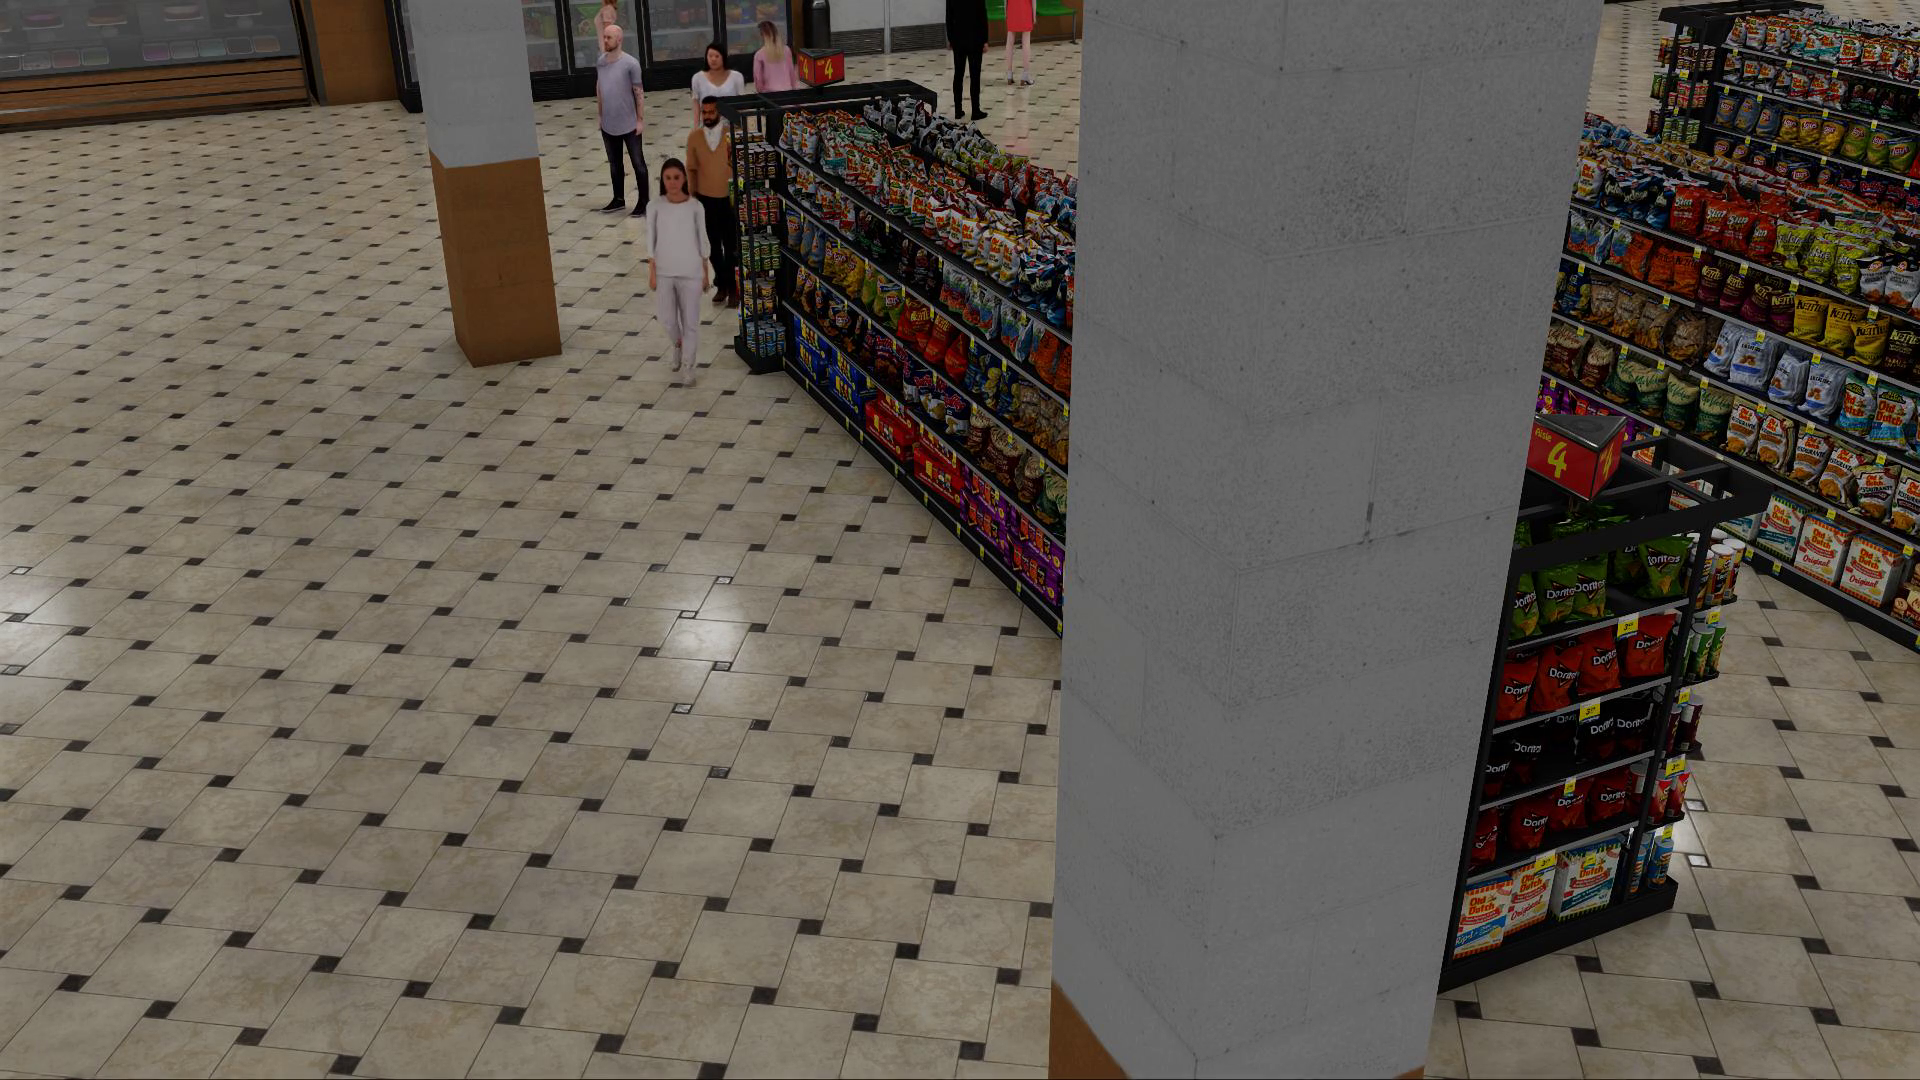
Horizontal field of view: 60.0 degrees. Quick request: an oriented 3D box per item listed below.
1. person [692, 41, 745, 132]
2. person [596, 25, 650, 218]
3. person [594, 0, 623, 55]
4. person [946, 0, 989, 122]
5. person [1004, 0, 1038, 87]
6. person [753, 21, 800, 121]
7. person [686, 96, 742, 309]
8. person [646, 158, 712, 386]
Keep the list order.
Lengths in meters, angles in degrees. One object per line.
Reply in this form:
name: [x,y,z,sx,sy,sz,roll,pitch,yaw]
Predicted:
person: [-2.361,-4.112,16.518,0.949,1.654,1.135,1,27,1]
person: [-3.321,-4.116,16.324,0.742,1.837,0.826,12,29,23]
person: [-4.001,-5.550,19.160,0.695,1.830,0.562,-1,27,-2]
person: [0.088,-6.041,20.058,0.773,1.894,0.845,11,29,21]
person: [0.779,-6.931,21.884,0.637,1.828,0.717,12,29,23]
person: [-1.869,-4.538,17.343,0.647,1.668,0.607,-13,30,-24]
person: [-1.996,-2.856,13.946,0.814,1.741,0.848,3,27,6]
person: [-2.086,-2.004,12.328,0.721,1.684,0.776,-3,27,-5]
